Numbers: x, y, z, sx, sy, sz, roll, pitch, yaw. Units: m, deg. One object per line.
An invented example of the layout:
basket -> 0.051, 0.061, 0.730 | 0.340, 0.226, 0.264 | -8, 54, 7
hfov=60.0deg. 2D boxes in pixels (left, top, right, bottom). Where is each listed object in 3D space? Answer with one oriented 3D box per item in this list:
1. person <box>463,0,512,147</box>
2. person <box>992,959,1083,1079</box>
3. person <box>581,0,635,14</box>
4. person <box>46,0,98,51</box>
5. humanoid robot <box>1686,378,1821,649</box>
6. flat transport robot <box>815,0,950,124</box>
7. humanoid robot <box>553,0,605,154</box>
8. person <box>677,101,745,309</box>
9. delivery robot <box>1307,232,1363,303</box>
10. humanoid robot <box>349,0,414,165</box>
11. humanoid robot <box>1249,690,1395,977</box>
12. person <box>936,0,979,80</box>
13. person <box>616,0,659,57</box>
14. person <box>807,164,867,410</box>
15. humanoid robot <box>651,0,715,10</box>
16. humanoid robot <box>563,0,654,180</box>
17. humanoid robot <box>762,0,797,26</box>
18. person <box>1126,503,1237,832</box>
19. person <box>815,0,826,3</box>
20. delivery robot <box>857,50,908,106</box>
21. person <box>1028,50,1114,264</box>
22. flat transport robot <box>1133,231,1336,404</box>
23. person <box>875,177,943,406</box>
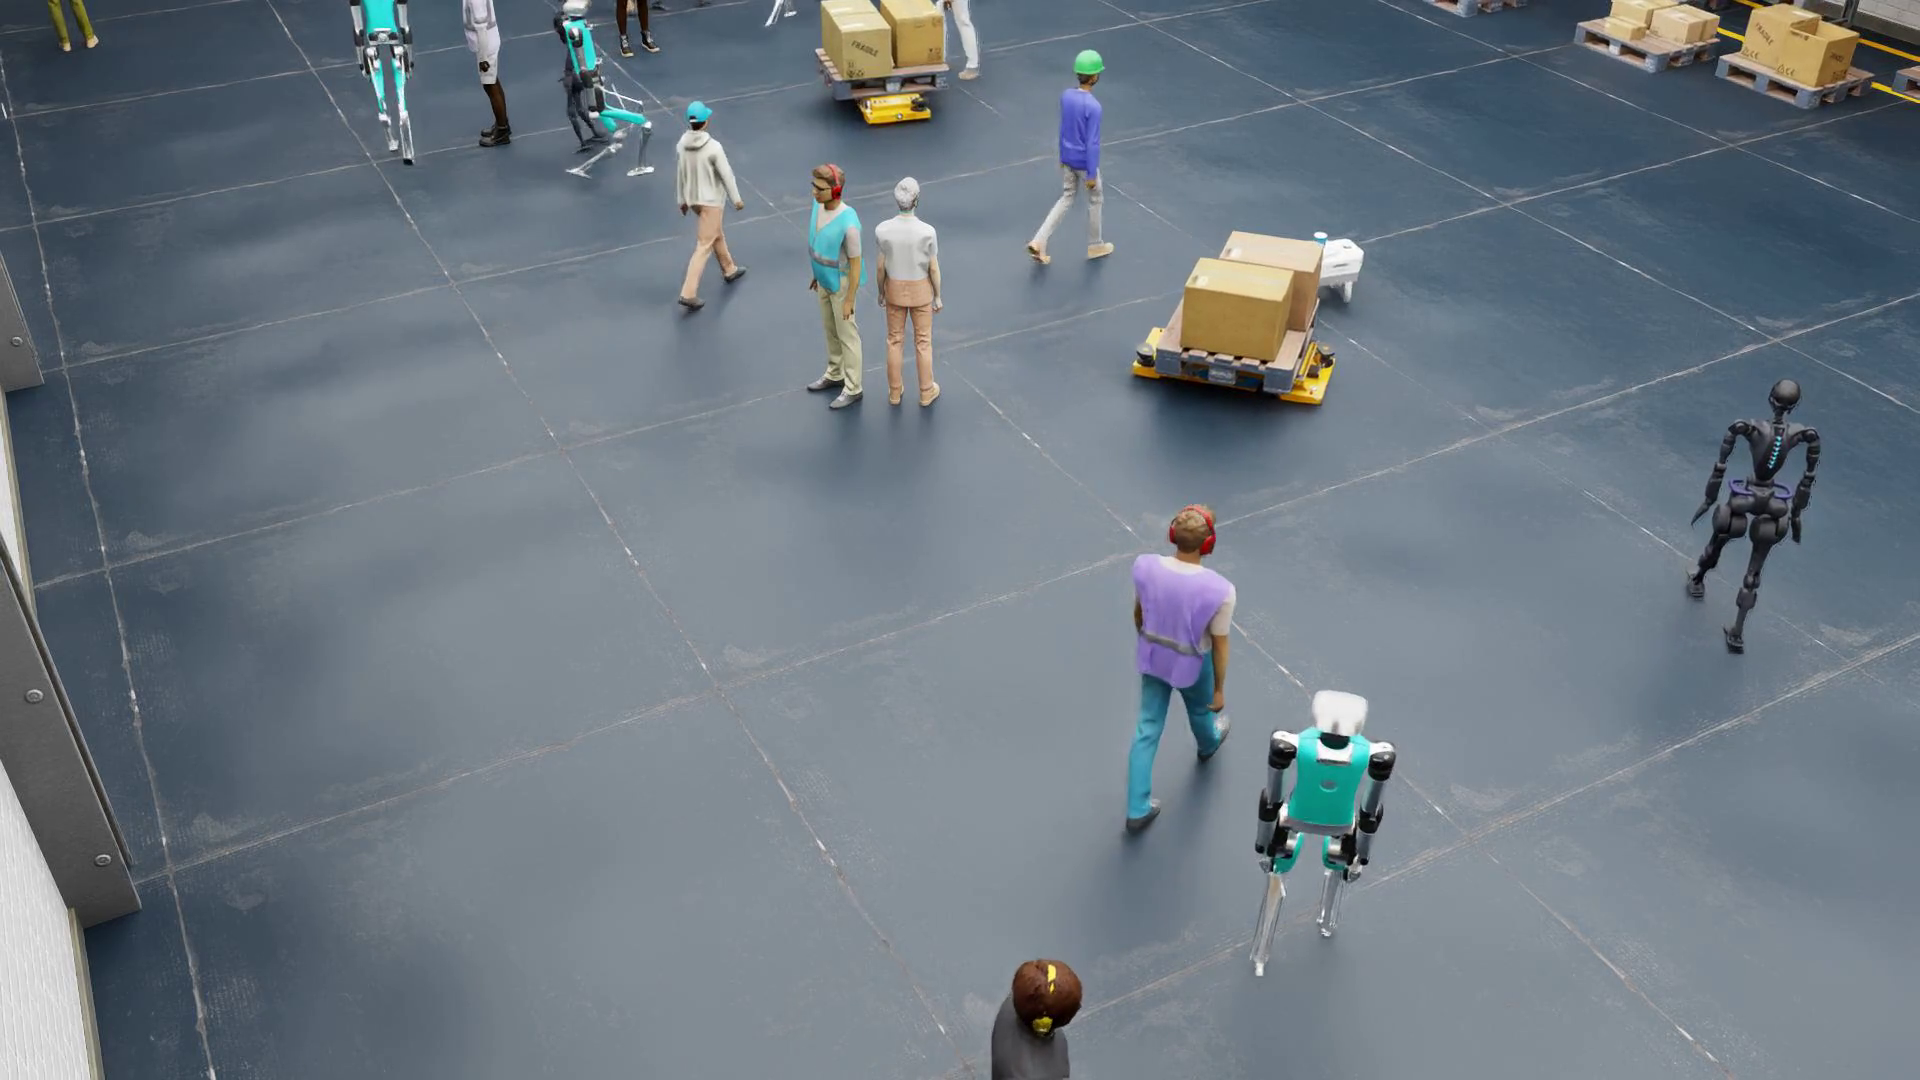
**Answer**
person -> -4.644, -4.780, 16.100 | 0.383, 1.929, 0.545 | -8, 36, -11
person -> 0.363, 2.222, 6.152 | 0.518, 1.858, 0.532 | 2, 35, 2
person -> -4.269, -7.031, 19.552 | 0.919, 1.640, 0.528 | 10, 36, 14
person -> -10.063, -6.366, 18.439 | 0.537, 1.834, 0.348 | -16, 38, -21
humanoid robot -> 4.680, -0.205, 9.817 | 0.609, 1.617, 0.776 | 7, 36, 10
flat transport robot -> -0.811, -4.725, 17.462 | 0.659, 0.231, 1.431 | -9, 36, -13
humanoid robot -> -3.716, -4.561, 16.005 | 0.345, 1.655, 0.583 | -5, 35, -8
person -> -2.071, -2.712, 13.395 | 0.465, 1.627, 0.886 | 22, 40, 28
delivery robot -> 2.908, -2.228, 13.633 | 0.746, 0.578, 0.517 | -10, 36, -14
humanoid robot -> -5.411, -4.428, 15.832 | 0.576, 1.859, 0.867 | -12, 37, -16
humanoid robot -> 1.619, 1.271, 7.663 | 0.531, 1.804, 0.800 | 5, 35, 7
person -> -0.113, -5.854, 17.703 | 0.670, 1.851, 0.585 | -6, 35, -9
person -> -3.637, -6.338, 18.286 | 0.612, 1.965, 0.361 | -21, 40, -27
person -> -0.881, -1.832, 11.957 | 0.388, 1.847, 0.563 | -20, 39, -26
humanoid robot -> -3.346, -7.096, 19.659 | 0.757, 1.625, 0.589 | -1, 35, -1
humanoid robot -> -3.185, -4.081, 15.273 | 1.031, 1.728, 0.549 | -5, 35, -7
humanoid robot -> -2.054, -6.881, 19.302 | 0.552, 1.801, 0.817 | 22, 41, 28
person -> 1.142, 0.606, 8.528 | 0.580, 1.775, 1.009 | 19, 39, 25
person -> -1.350, -7.369, 19.824 | 0.961, 1.889, 0.559 | -11, 36, -15
delivery robot -> -0.744, -4.801, 17.330 | 0.499, 0.604, 0.808 | 9, 36, 13
person -> 0.963, -3.160, 13.859 | 0.822, 1.846, 0.475 | -24, 41, -30
flat transport robot -> 2.094, -1.369, 12.670 | 1.431, 0.231, 0.659 | 11, 37, 16
person -> -0.364, -1.774, 11.959 | 0.481, 1.747, 0.318 | 5, 35, 7
